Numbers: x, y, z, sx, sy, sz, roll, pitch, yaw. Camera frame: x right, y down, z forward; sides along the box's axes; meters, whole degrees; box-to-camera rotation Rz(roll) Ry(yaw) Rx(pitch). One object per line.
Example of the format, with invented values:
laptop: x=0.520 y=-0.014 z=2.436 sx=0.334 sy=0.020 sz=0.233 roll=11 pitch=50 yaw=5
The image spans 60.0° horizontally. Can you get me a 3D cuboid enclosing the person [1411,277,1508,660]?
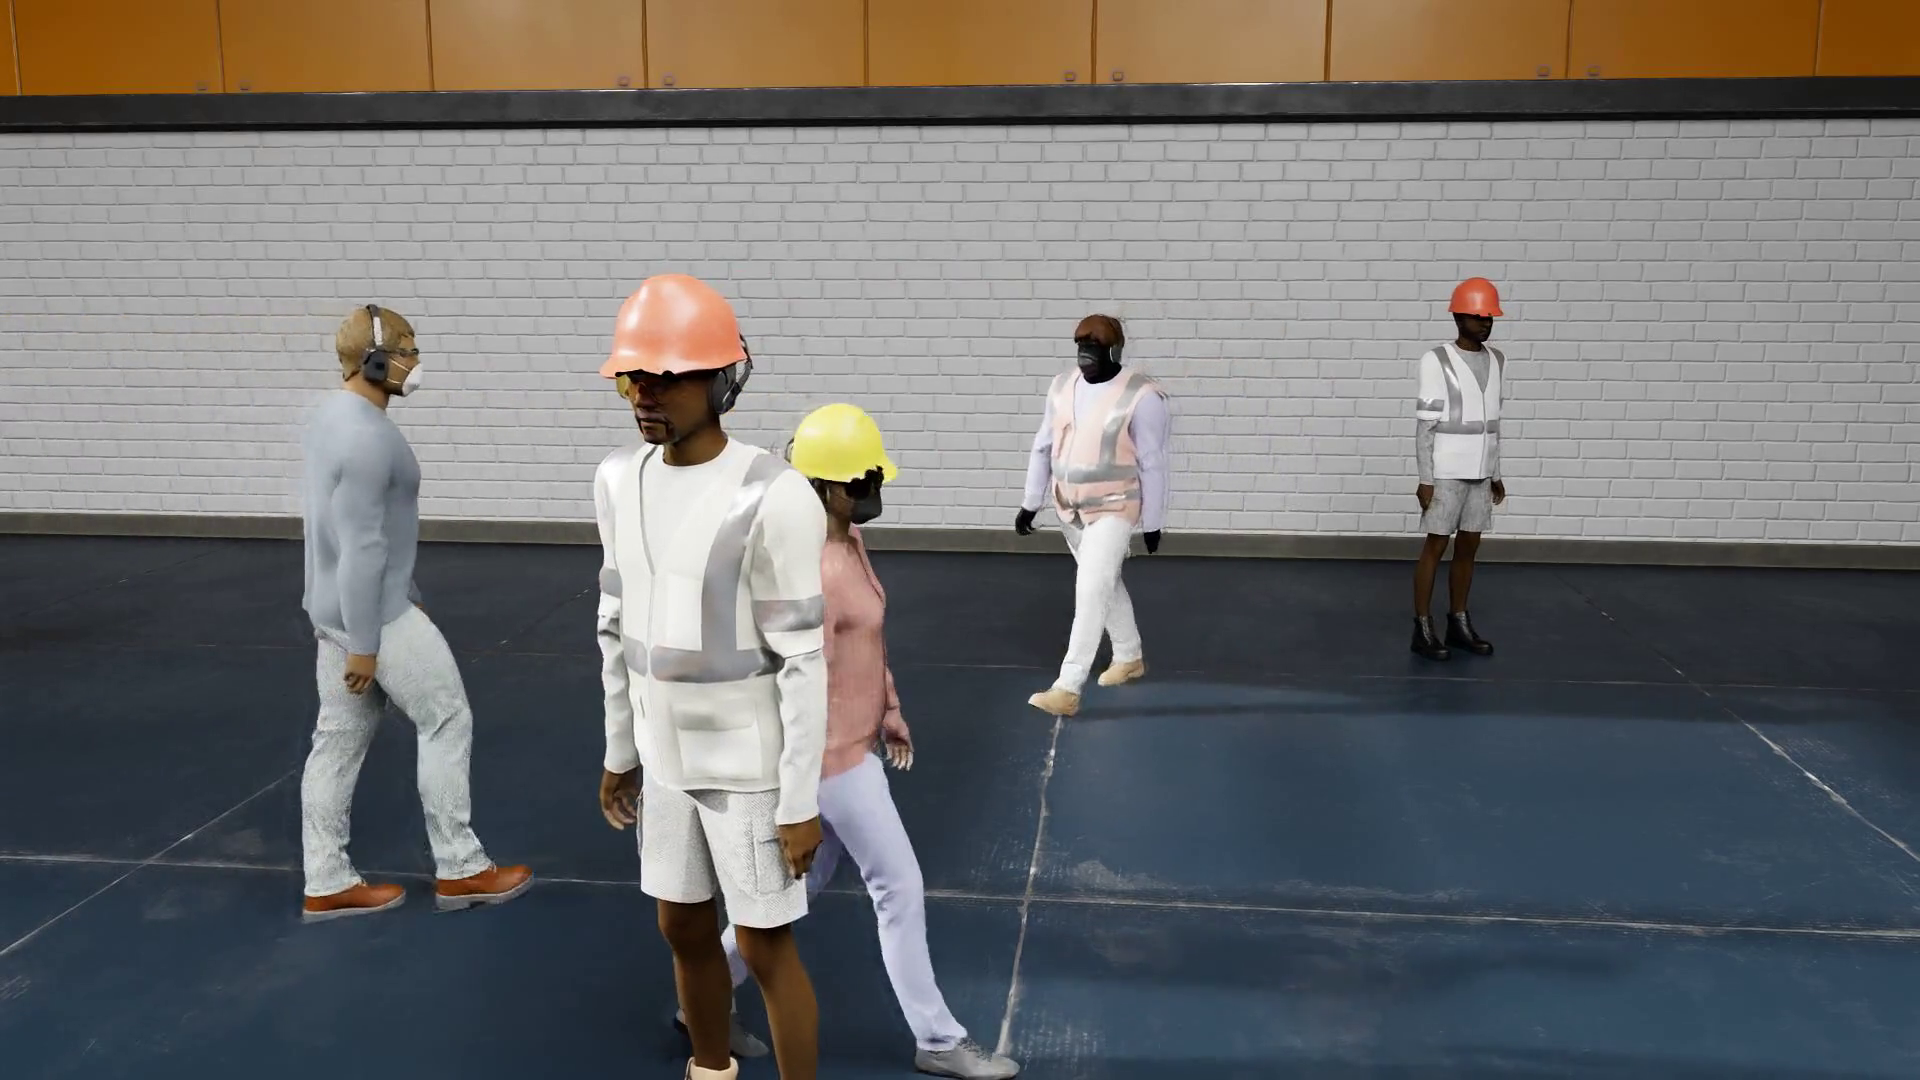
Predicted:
person: x=2.562 y=-0.355 z=8.440 sx=0.552 sy=1.935 sz=0.373 roll=-5 pitch=11 yaw=-26

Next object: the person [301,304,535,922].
person: x=-1.713 y=0.232 z=5.181 sx=0.827 sy=1.907 sz=0.637 roll=-7 pitch=12 yaw=-33

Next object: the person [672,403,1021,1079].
person: x=-0.318 y=0.510 z=4.104 sx=0.876 sy=1.715 sz=0.530 roll=0 pitch=10 yaw=-1

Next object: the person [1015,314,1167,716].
person: x=0.615 y=-0.135 z=7.625 sx=0.978 sy=1.792 sz=0.640 roll=-9 pitch=14 yaw=-43

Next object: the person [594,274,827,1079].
person: x=-0.544 y=0.463 z=3.519 sx=0.623 sy=2.030 sz=0.445 roll=8 pitch=13 yaw=39
